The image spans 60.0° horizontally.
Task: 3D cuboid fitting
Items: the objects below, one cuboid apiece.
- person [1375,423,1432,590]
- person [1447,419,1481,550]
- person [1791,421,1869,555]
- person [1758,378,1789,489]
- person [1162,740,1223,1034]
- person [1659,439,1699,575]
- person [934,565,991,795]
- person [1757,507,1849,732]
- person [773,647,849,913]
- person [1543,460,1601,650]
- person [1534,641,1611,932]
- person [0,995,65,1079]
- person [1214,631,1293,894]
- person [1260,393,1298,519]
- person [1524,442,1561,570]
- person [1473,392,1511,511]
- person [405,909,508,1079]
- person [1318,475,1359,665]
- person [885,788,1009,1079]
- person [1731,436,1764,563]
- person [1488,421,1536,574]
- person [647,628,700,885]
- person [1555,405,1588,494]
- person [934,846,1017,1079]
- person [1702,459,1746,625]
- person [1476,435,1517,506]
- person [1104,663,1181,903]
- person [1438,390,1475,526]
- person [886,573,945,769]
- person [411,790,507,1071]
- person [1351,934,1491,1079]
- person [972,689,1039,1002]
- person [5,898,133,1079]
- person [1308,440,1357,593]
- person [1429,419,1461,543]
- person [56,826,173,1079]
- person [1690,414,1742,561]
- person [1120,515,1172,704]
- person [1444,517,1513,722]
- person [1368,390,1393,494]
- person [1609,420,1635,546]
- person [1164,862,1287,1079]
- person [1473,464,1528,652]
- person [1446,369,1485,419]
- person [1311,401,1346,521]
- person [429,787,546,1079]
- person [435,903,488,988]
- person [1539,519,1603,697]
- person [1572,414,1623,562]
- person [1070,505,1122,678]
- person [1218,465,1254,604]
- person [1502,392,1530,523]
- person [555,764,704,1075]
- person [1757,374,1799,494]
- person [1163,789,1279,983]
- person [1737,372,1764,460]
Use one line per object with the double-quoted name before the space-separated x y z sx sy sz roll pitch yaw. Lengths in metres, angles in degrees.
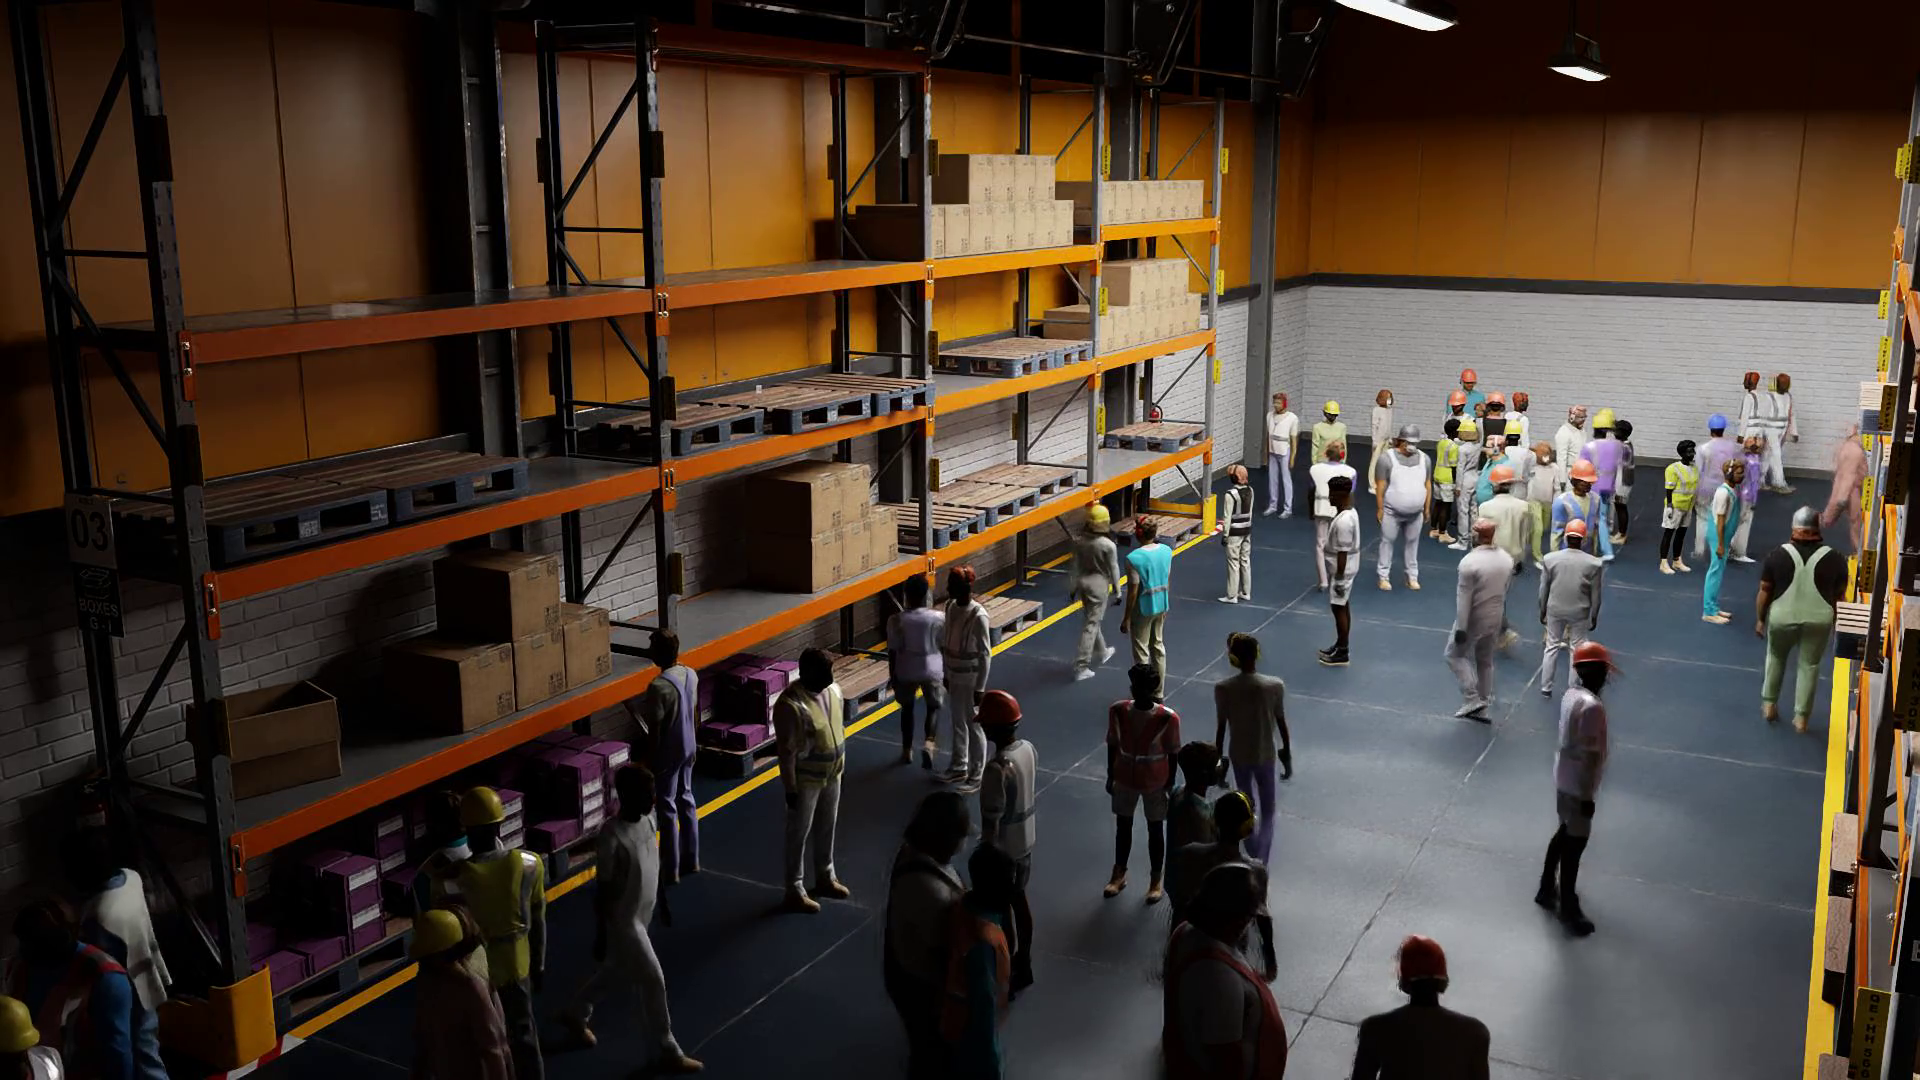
"person" 5.318 -0.400 19.899 0.683 2.000 0.535 -1 13 -4
"person" 6.717 -0.741 22.118 0.488 1.739 0.315 -12 17 -42
"person" 11.303 -0.631 21.357 0.974 1.865 0.655 4 13 17
"person" 12.845 -1.688 26.309 0.348 1.755 0.535 -4 13 -18
"person" 1.338 2.027 9.474 0.345 1.847 0.506 -2 13 -10
"person" 8.989 -0.416 20.746 0.533 1.697 0.319 -7 14 -27
"person" 0.034 1.119 13.455 0.361 1.882 0.575 -7 15 -30
"person" 7.623 0.674 15.093 0.709 2.000 0.791 6 14 25
"person" -0.991 1.615 11.360 0.429 1.837 0.631 10 16 37
"person" 6.458 0.155 17.451 0.608 2.033 0.429 -5 14 -21
"person" 4.153 1.640 11.135 0.370 1.887 0.670 2 13 8
"person" -3.771 2.665 6.666 0.403 1.826 0.592 5 14 22
"person" 2.043 1.556 11.642 0.573 1.836 0.785 3 13 11
"person" 4.617 -1.214 24.033 0.482 1.830 0.562 -9 15 -35
"person" 7.362 -0.472 21.215 0.498 1.606 0.706 -3 13 -13
"person" 7.236 -1.009 22.661 0.613 2.031 0.410 4 13 16
"person" -2.368 2.508 7.544 0.552 1.728 0.836 12 17 42
"person" 3.873 0.300 16.948 0.368 1.962 0.609 4 13 15
"person" -0.050 2.187 8.319 0.650 2.000 0.705 0 13 -1
"person" 10.102 -0.528 21.407 0.317 1.632 0.526 0 13 2
"person" 6.855 -0.534 20.777 0.587 1.920 0.397 3 13 13
"person" -2.041 1.521 11.771 0.349 1.836 0.517 6 14 25
"person" 8.236 -0.882 22.397 0.400 1.893 0.658 12 17 42
"person" 0.059 2.335 8.040 0.374 1.884 0.754 -2 13 -8
"person" 8.506 0.006 18.523 0.349 1.846 0.506 8 15 31
"person" 6.344 -0.311 19.812 0.400 1.905 0.643 -1 13 -2
"person" 1.248 1.659 11.456 0.531 1.697 0.322 6 14 23
"person" 7.029 -1.170 23.607 0.386 1.929 0.543 -10 16 -37
"person" -0.350 1.116 13.926 0.550 1.677 0.584 0 13 0
"person" -2.639 2.192 8.743 0.429 1.841 0.634 4 13 18
"person" 2.011 2.565 7.304 0.597 1.743 0.356 2 13 10
"person" 0.256 1.843 10.113 0.388 1.930 0.544 7 14 27
"person" -4.002 2.473 7.518 0.627 1.836 0.431 4 13 18
"person" 4.467 -0.303 19.997 0.571 1.804 0.859 3 13 15
"person" 6.596 -0.809 22.529 0.321 1.689 0.534 -2 13 -8
"person" -4.234 2.304 8.165 0.830 1.878 0.593 -4 13 -19
"person" 9.651 -0.643 21.236 0.615 1.932 0.608 0 13 0
"person" 1.741 0.677 15.514 0.562 1.847 0.390 -11 17 -41
"person" 4.717 0.729 15.170 0.678 1.890 0.430 -8 15 -30
"person" 6.566 -1.530 25.877 0.498 1.634 0.280 -12 17 -42
"person" 8.902 -0.774 22.374 0.321 1.692 0.536 6 14 25
"person" 1.182 2.386 7.426 0.537 2.000 0.678 -2 13 -9
"person" 5.660 0.200 17.361 0.625 1.978 0.690 -4 13 -17
"person" 7.753 -1.638 25.547 0.614 1.993 0.395 -1 13 -4
"person" 5.264 -1.118 23.750 0.525 1.761 0.340 -2 13 -11
"person" -2.418 2.197 8.562 0.584 1.918 0.400 -9 15 -34
"person" -2.343 2.487 7.893 0.286 1.632 0.500 -1 13 -2
"person" 5.797 0.660 15.824 0.566 1.744 0.350 7 14 28
"person" 8.272 -0.678 21.531 0.586 1.886 0.931 -4 13 -18
"person" 1.394 0.497 16.639 0.501 1.707 0.875 11 16 40
"person" 3.227 -0.068 19.347 0.315 1.630 0.516 11 17 42
"person" 7.911 -1.170 23.700 0.341 1.882 0.587 -4 13 -16
"person" -1.907 2.088 9.327 0.920 1.810 0.538 4 13 17
"person" 12.823 -1.649 25.917 0.587 1.845 0.912 -6 14 -26
"person" 1.418 2.187 8.826 0.524 1.810 1.004 12 17 43
"person" 12.383 -1.698 26.096 0.350 1.878 0.568 11 17 42
